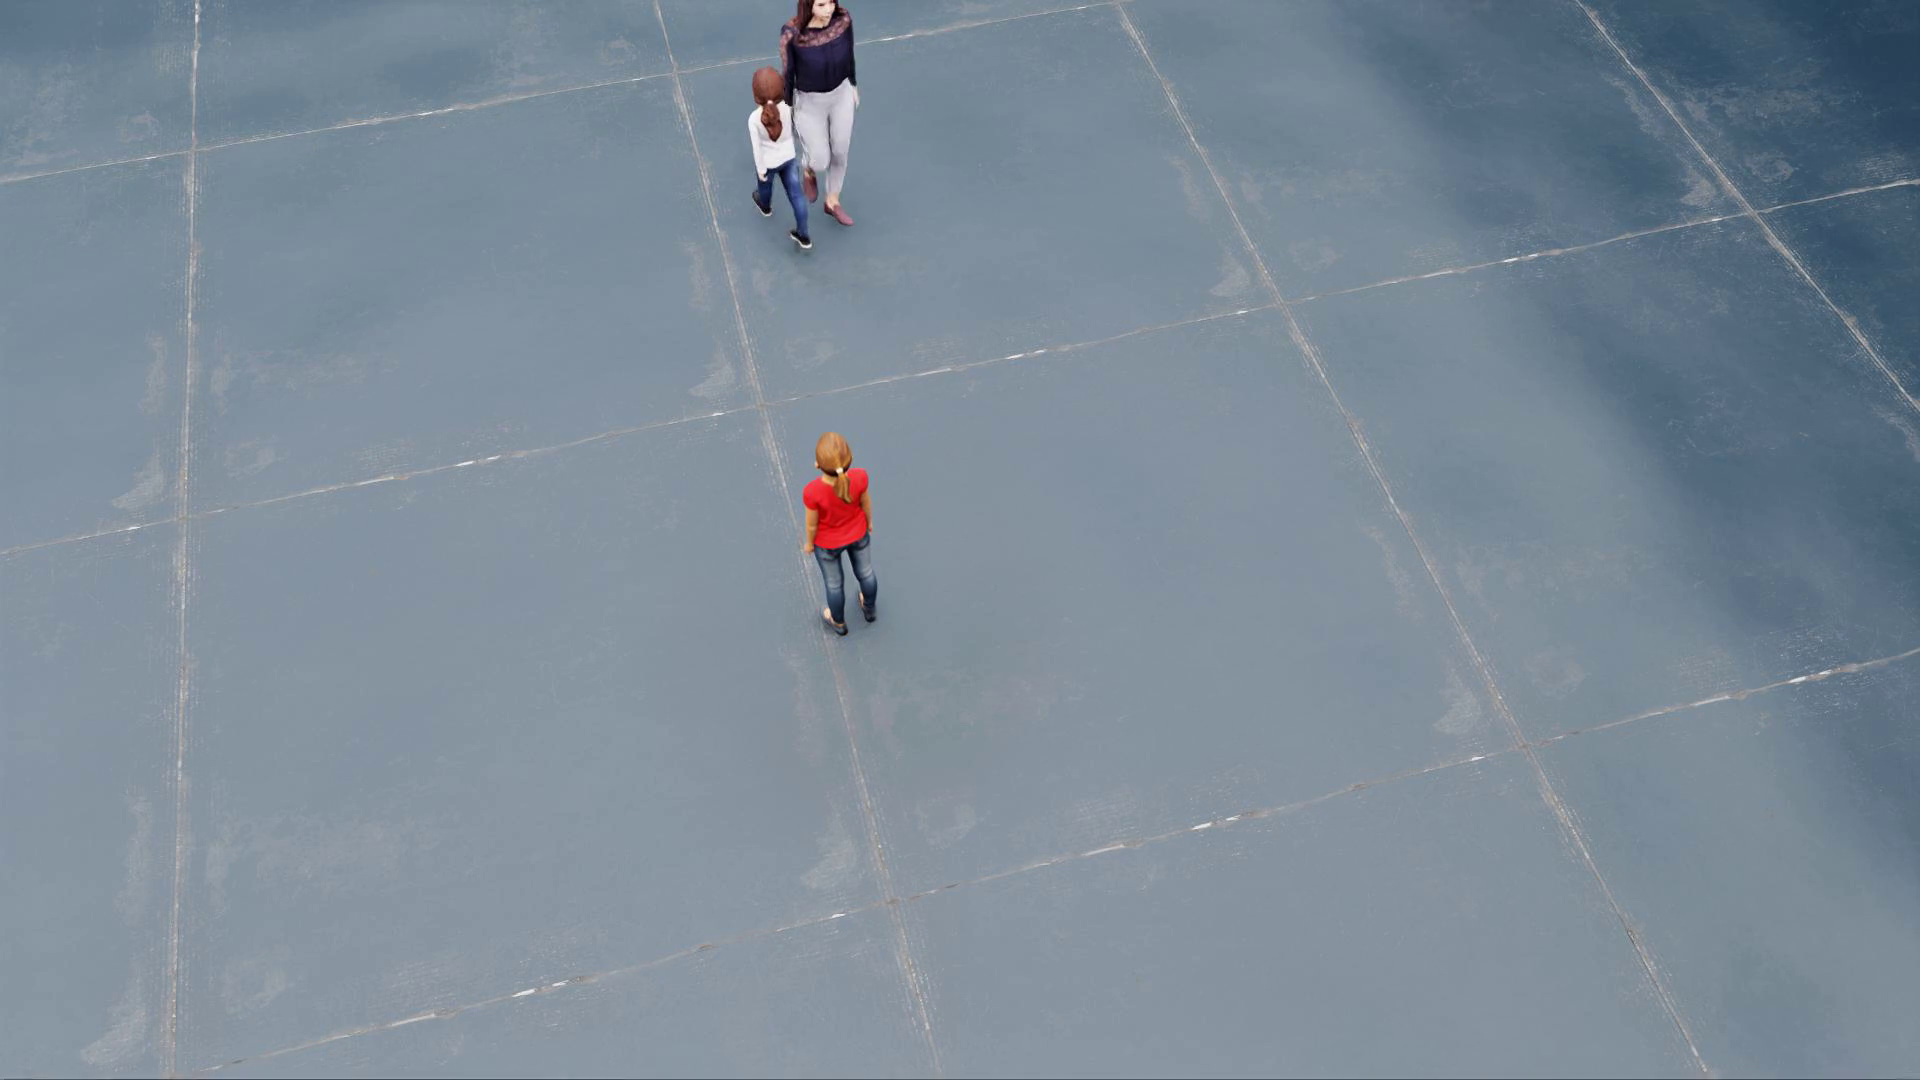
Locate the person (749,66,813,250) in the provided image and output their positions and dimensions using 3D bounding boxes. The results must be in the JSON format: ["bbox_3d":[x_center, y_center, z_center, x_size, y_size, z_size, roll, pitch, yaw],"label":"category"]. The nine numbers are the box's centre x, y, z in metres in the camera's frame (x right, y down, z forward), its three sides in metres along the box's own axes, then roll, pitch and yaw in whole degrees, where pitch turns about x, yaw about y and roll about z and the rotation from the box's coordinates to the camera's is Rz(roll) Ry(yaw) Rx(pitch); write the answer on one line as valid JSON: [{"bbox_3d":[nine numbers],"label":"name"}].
[{"bbox_3d":[-1.007,-2.128,9.363,0.597,1.081,0.847,-27,57,-19],"label":"person"}]

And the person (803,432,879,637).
[{"bbox_3d":[-0.538,-0.020,7.585,0.514,1.311,0.528,-19,55,-14],"label":"person"}]

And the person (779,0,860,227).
[{"bbox_3d":[-0.802,-2.473,9.305,0.703,1.594,0.757,-26,57,-19],"label":"person"}]
